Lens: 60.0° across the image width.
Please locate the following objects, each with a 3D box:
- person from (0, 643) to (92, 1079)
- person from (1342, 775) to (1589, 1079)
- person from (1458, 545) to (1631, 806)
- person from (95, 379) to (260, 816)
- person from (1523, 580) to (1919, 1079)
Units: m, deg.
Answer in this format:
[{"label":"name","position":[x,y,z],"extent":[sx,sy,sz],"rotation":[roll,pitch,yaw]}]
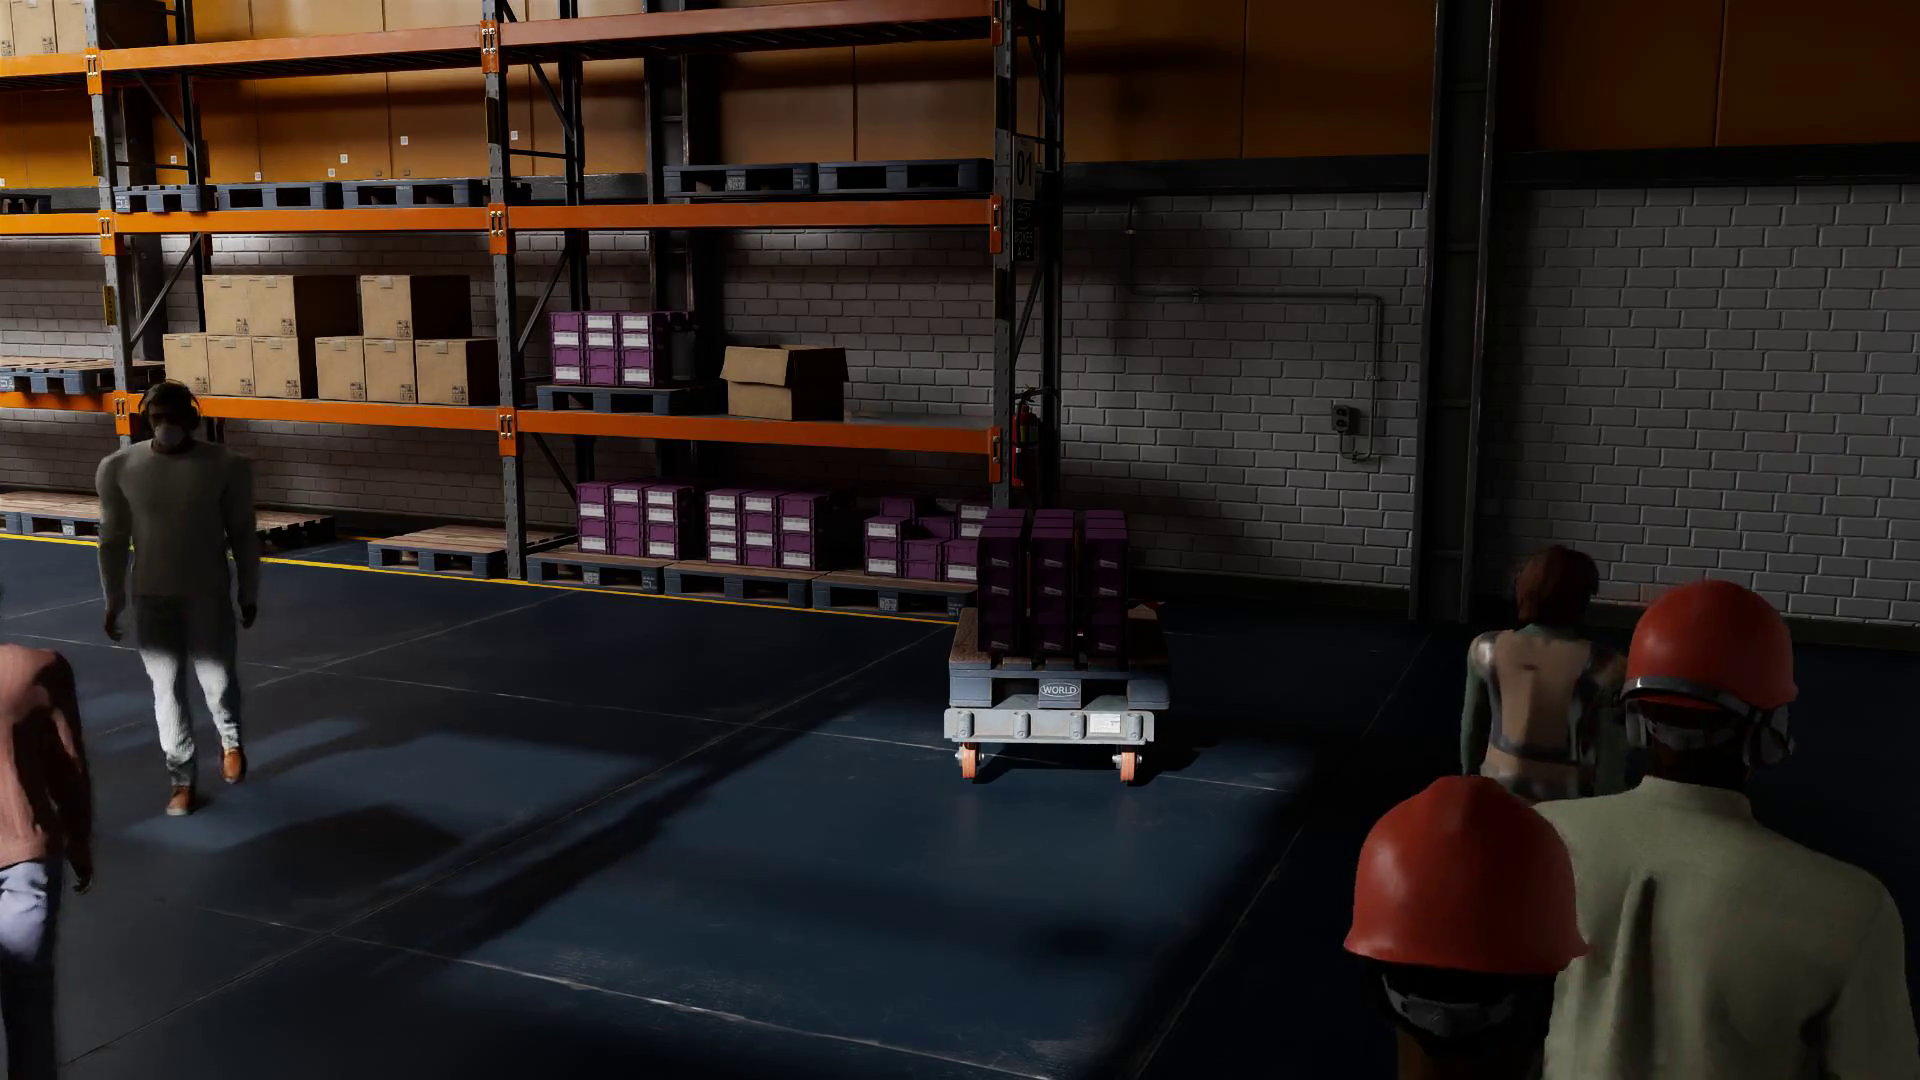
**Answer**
[{"label":"person","position":[-2.537,0.842,4.306],"extent":[0.565,1.732,0.454],"rotation":[-9,13,-43]},{"label":"person","position":[0.473,1.202,1.687],"extent":[0.548,1.909,0.572],"rotation":[4,10,23]},{"label":"person","position":[1.709,0.809,4.953],"extent":[0.530,1.596,0.851],"rotation":[8,12,38]},{"label":"person","position":[-3.433,0.248,7.347],"extent":[0.640,1.927,0.481],"rotation":[-3,10,-15]},{"label":"person","position":[1.167,1.025,2.624],"extent":[1.001,1.937,0.612],"rotation":[-7,12,-36]}]
